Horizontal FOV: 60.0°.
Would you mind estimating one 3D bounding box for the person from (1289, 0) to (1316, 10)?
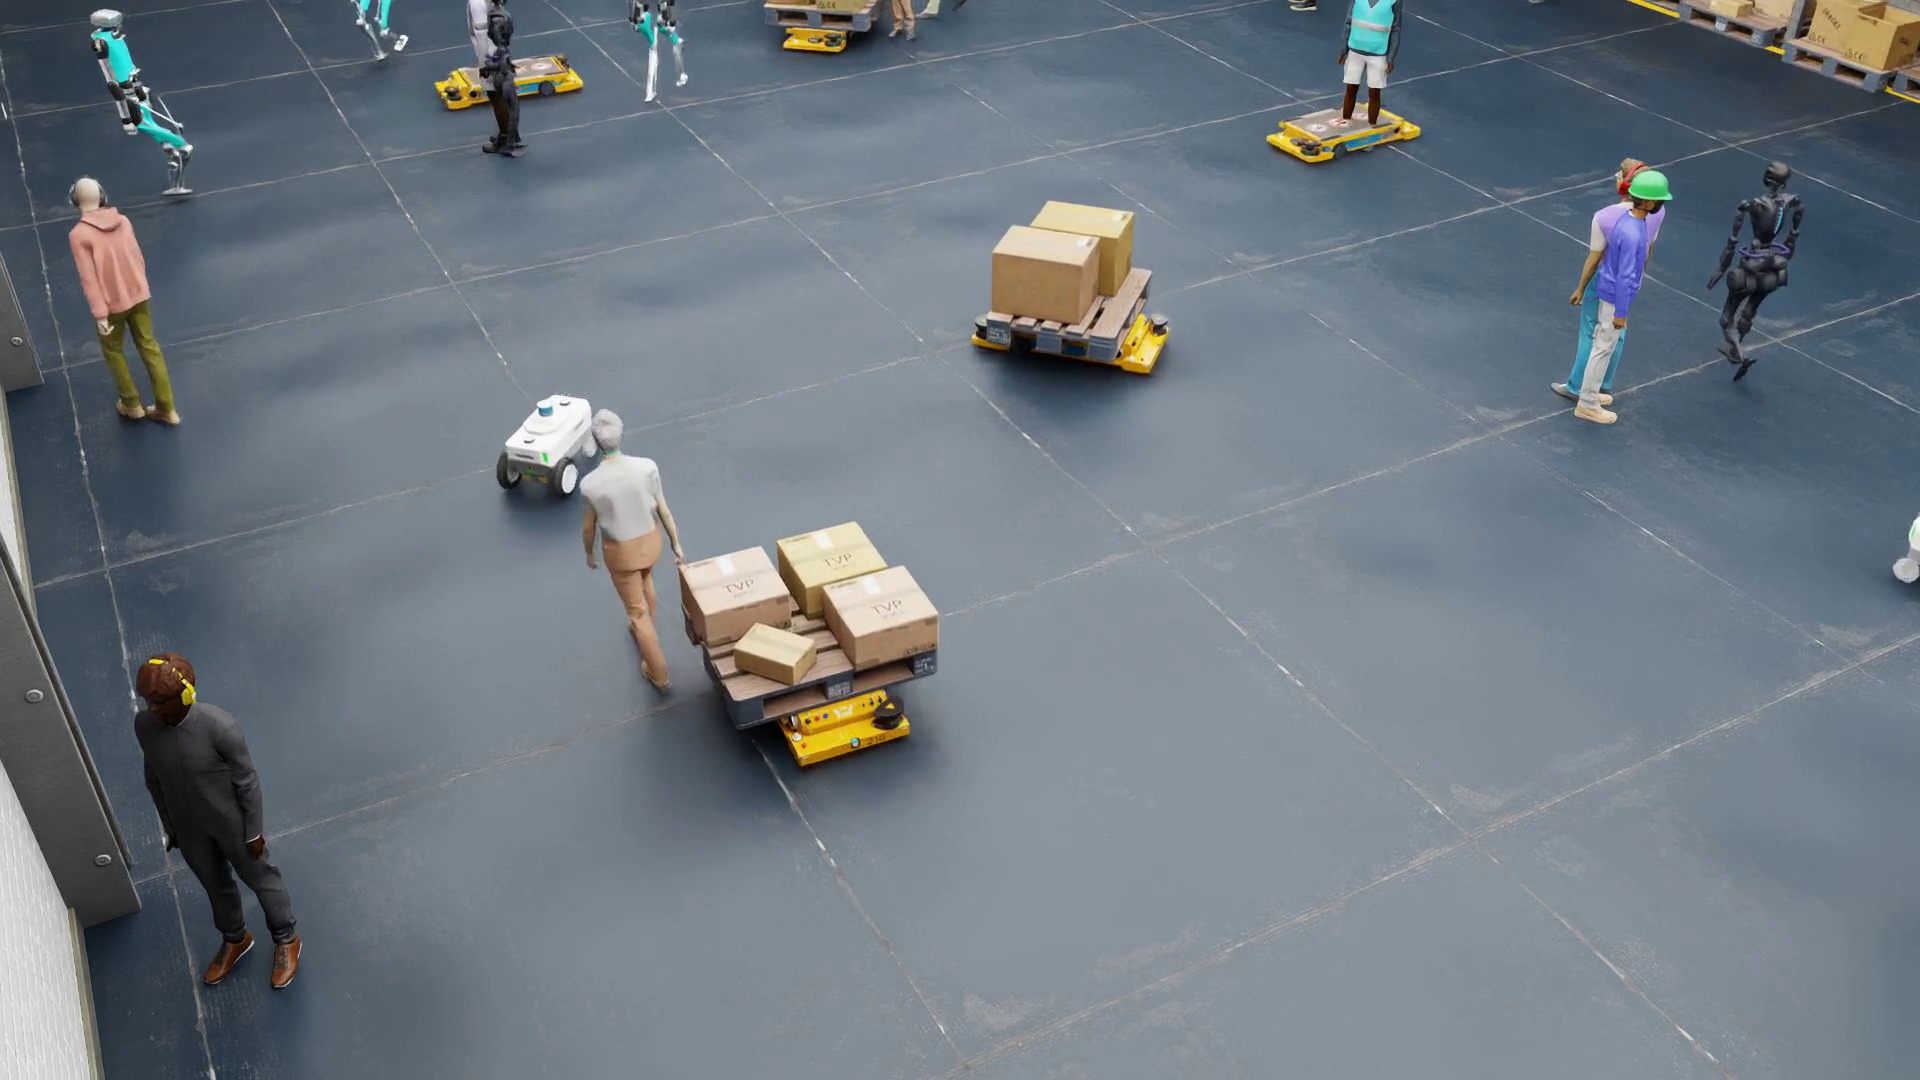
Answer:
[{"bbox_3d":[4.170,-7.290,19.656,0.374,1.958,0.605,3,35,4],"label":"person"}]

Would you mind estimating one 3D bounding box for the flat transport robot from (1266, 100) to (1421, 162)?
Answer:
[{"bbox_3d":[3.816,-4.059,16.511,1.431,0.231,0.659,-18,39,-24],"label":"flat transport robot"}]

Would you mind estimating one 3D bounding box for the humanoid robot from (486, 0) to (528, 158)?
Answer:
[{"bbox_3d":[-4.391,-4.522,15.948,0.353,1.643,0.616,-7,36,-10],"label":"humanoid robot"}]

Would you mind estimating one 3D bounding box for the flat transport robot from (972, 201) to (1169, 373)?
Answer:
[{"bbox_3d":[0.870,-1.640,13.058,1.431,0.231,0.659,11,37,15],"label":"flat transport robot"}]

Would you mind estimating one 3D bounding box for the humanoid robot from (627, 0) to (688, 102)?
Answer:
[{"bbox_3d":[-3.082,-5.481,17.319,0.568,1.810,0.925,9,36,13],"label":"humanoid robot"}]

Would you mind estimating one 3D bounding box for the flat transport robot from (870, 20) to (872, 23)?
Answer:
[{"bbox_3d":[-1.571,-6.431,19.898,0.659,0.231,1.431,-11,37,-16],"label":"flat transport robot"}]

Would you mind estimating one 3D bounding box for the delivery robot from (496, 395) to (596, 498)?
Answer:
[{"bbox_3d":[-2.819,-0.666,11.426,0.499,0.604,0.808,9,36,13],"label":"delivery robot"}]

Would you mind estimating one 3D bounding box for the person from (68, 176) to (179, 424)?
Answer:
[{"bbox_3d":[-5.945,-1.683,11.792,0.634,1.787,0.560,20,40,26],"label":"person"}]

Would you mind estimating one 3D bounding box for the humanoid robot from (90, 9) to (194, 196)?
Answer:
[{"bbox_3d":[-7.223,-3.839,14.982,0.748,1.861,0.539,-2,35,-4],"label":"humanoid robot"}]

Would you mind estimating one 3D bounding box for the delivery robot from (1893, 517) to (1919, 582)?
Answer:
[{"bbox_3d":[6.278,0.113,10.294,0.499,0.581,0.768,-27,43,-33],"label":"delivery robot"}]

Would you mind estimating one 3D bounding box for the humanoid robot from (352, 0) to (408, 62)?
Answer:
[{"bbox_3d":[-6.322,-5.983,17.960,0.562,1.737,0.993,1,35,1],"label":"humanoid robot"}]

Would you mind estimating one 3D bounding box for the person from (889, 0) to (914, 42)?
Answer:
[{"bbox_3d":[-0.719,-6.437,18.711,0.479,1.641,0.545,12,37,17],"label":"person"}]

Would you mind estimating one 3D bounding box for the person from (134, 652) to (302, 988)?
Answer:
[{"bbox_3d":[-3.365,1.273,7.500,0.494,1.875,0.356,3,35,4],"label":"person"}]

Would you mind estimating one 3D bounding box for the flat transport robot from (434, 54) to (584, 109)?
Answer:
[{"bbox_3d":[-4.797,-4.872,17.672,1.431,0.231,0.659,-16,38,-22],"label":"flat transport robot"}]

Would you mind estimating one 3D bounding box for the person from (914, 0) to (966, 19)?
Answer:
[{"bbox_3d":[-0.229,-6.990,19.332,0.572,1.830,0.612,5,35,7],"label":"person"}]

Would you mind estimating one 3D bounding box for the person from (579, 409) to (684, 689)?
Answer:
[{"bbox_3d":[-1.892,0.012,9.441,0.503,1.704,0.756,-22,40,-28],"label":"person"}]

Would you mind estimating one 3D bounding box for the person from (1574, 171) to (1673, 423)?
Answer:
[{"bbox_3d":[4.680,-1.726,11.785,0.350,1.871,0.469,8,36,11],"label":"person"}]

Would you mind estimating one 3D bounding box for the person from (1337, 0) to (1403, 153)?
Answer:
[{"bbox_3d":[3.934,-4.715,15.993,0.564,1.938,0.430,19,39,24],"label":"person"}]

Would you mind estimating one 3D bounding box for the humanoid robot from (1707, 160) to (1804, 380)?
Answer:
[{"bbox_3d":[5.955,-1.994,12.336,0.593,1.639,0.567,-5,35,-7],"label":"humanoid robot"}]

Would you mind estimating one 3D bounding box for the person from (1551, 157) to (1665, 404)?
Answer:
[{"bbox_3d":[4.683,-1.838,11.963,0.563,1.847,0.390,-12,37,-17],"label":"person"}]

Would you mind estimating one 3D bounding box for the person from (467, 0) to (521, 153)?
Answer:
[{"bbox_3d":[-4.547,-4.685,15.963,0.381,1.929,0.541,0,35,0],"label":"person"}]

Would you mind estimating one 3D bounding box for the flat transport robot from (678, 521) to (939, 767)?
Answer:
[{"bbox_3d":[-0.871,0.729,9.674,0.659,0.231,1.431,-15,38,-20],"label":"flat transport robot"}]

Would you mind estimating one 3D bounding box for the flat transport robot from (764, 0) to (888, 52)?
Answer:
[{"bbox_3d":[-1.525,-5.965,19.232,0.659,0.231,1.431,7,36,10],"label":"flat transport robot"}]
